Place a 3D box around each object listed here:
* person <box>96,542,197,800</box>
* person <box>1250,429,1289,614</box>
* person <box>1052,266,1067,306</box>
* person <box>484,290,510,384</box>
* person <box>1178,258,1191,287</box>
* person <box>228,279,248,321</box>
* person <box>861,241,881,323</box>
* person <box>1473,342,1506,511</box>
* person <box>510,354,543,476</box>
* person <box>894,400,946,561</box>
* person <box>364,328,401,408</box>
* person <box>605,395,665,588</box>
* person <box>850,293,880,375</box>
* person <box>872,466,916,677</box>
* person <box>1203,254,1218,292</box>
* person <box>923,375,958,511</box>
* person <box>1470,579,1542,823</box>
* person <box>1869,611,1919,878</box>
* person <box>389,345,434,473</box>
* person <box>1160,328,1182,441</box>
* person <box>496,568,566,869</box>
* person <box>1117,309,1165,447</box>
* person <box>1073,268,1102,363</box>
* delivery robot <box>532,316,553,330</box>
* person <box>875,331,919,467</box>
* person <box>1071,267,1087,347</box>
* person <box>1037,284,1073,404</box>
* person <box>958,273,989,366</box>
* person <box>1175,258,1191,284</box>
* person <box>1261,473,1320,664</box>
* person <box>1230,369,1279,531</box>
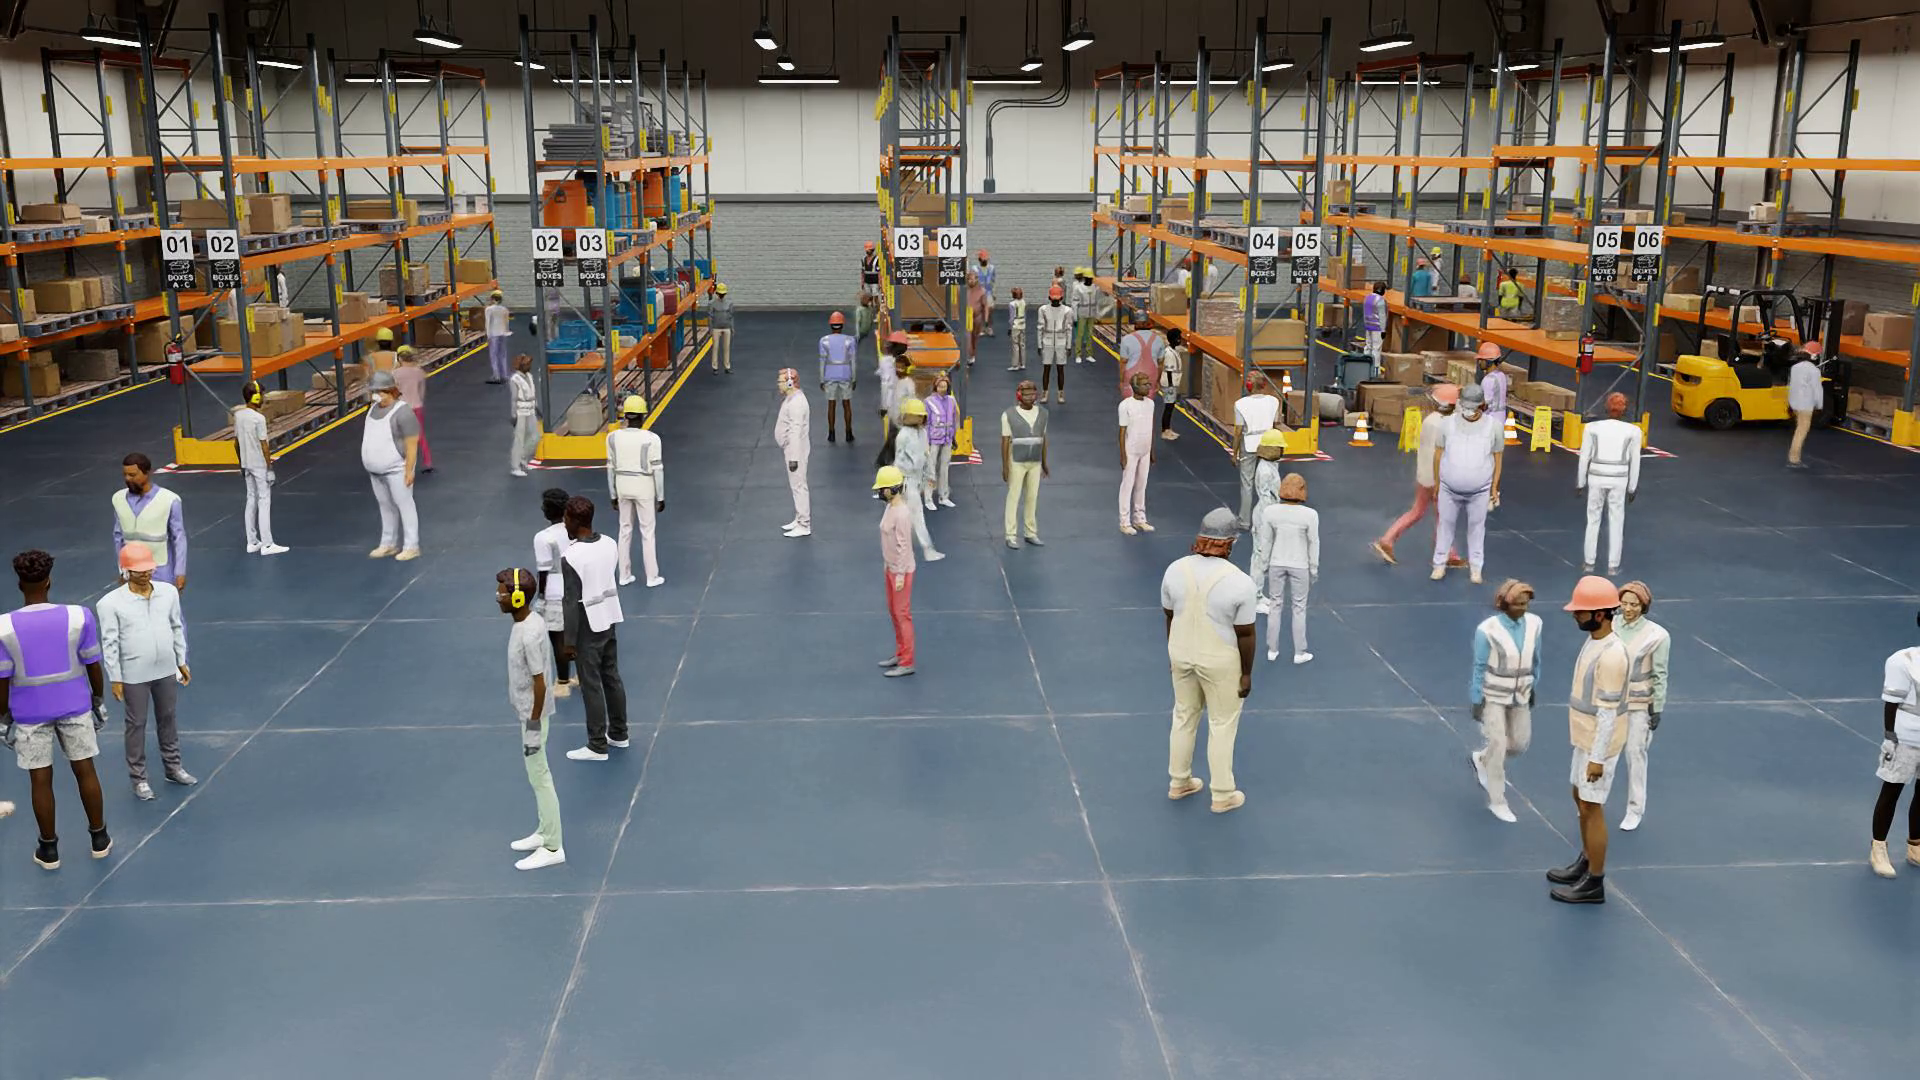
[{"bbox_3d":[-5.474,0.862,11.229,0.329,1.751,0.570,9,16,33],"label":"person"},{"bbox_3d":[2.908,-0.186,15.692,0.320,1.742,0.492,3,14,12],"label":"person"},{"bbox_3d":[2.286,-5.490,38.385,0.308,1.641,0.517,-7,15,-26],"label":"person"},{"bbox_3d":[-8.623,-3.778,30.957,0.441,1.721,0.643,10,17,36],"label":"person"},{"bbox_3d":[5.251,-5.515,38.075,0.642,1.841,0.648,11,17,39],"label":"person"},{"bbox_3d":[-13.870,-4.171,32.066,0.407,1.987,0.620,-4,14,-16],"label":"person"},{"bbox_3d":[-2.229,-6.456,41.643,0.613,2.033,0.412,9,16,33],"label":"person"},{"bbox_3d":[6.357,-1.366,20.083,0.419,2.034,0.605,8,16,31],"label":"person"},{"bbox_3d":[-5.828,-1.671,22.244,0.412,1.620,0.534,3,14,13],"label":"person"},{"bbox_3d":[-0.403,-0.629,17.618,0.823,1.705,0.511,8,16,31],"label":"person"},{"bbox_3d":[-7.949,-2.001,23.102,0.604,1.877,0.984,-2,14,-10],"label":"person"},{"bbox_3d":[-3.225,-0.483,16.587,0.589,1.917,0.397,3,14,13],"label":"person"},{"bbox_3d":[-1.858,-3.984,32.125,0.890,1.581,0.561,11,17,39],"label":"person"},{"bbox_3d":[-0.548,0.252,13.824,0.342,1.754,0.532,-4,14,-16],"label":"person"},{"bbox_3d":[5.758,-5.697,38.702,0.401,1.905,0.642,5,14,22],"label":"person"},{"bbox_3d":[-0.248,-1.185,20.151,0.512,1.639,0.311,-11,17,-40],"label":"person"},{"bbox_3d":[3.528,1.009,10.903,0.525,1.621,0.520,-4,14,-18],"label":"person"},{"bbox_3d":[5.755,1.192,9.957,0.533,1.697,0.318,-1,13,-6],"label":"person"},{"bbox_3d":[-7.425,-1.763,22.443,0.535,1.716,0.750,-11,17,-38],"label":"person"},{"bbox_3d":[3.158,-2.335,24.918,0.319,1.687,0.538,3,14,11],"label":"person"},{"bbox_3d":[-2.612,1.072,10.092,0.315,1.869,0.526,-4,14,-17],"label":"person"},{"bbox_3d":[2.613,-2.362,24.274,0.687,2.000,0.536,-4,14,-16],"label":"person"},{"bbox_3d":[2.593,-4.573,33.916,0.649,1.926,0.376,-7,15,-27],"label":"person"},{"bbox_3d":[-9.724,-5.117,38.929,0.477,0.478,0.707,-10,17,-38],"label":"delivery robot"},{"bbox_3d":[-0.888,-1.875,22.493,0.643,1.905,0.558,5,14,22],"label":"person"},{"bbox_3d":[2.647,-5.117,36.584,0.393,1.750,0.545,-8,16,-31],"label":"person"},{"bbox_3d":[1.618,-3.340,28.415,0.608,2.042,0.375,1,13,3],"label":"person"},{"bbox_3d":[0.242,-4.490,33.707,0.653,1.857,1.025,-1,13,-6],"label":"person"},{"bbox_3d":[5.609,-6.270,41.718,0.518,1.619,0.386,-8,16,-32],"label":"person"},{"bbox_3d":[2.803,0.237,14.133,0.497,1.634,0.279,7,15,27],"label":"person"},{"bbox_3d":[3.360,-1.013,18.969,0.566,1.850,0.389,-6,14,-22],"label":"person"}]
